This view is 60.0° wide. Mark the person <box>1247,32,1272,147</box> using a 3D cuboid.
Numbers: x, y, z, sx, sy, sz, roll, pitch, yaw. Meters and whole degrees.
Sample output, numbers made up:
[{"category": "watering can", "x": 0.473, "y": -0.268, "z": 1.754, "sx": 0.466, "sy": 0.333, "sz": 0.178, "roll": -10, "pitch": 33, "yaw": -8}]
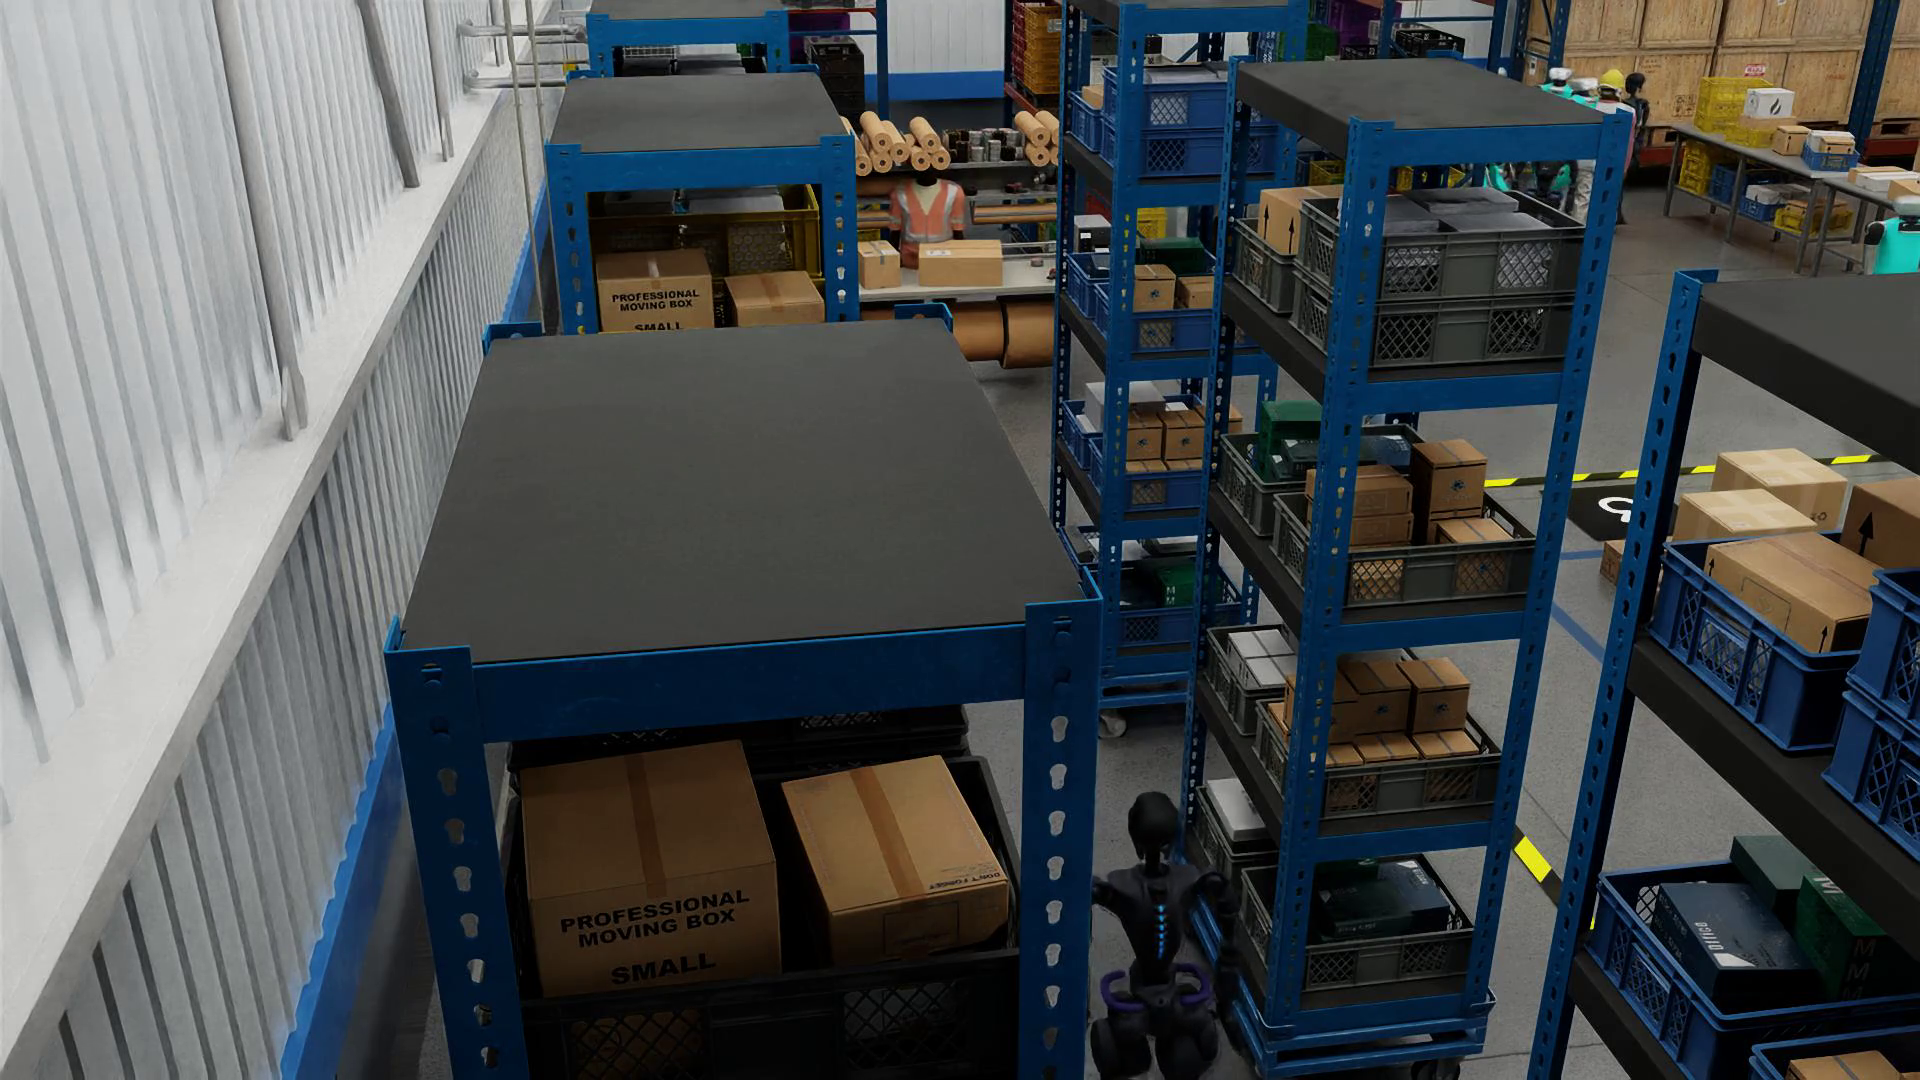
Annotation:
[{"category": "person", "x": 3.393, "y": -5.011, "z": 19.260, "sx": 0.356, "sy": 1.884, "sz": 0.573, "roll": 16, "pitch": 29, "yaw": 31}]

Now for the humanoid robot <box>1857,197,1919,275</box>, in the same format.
[{"category": "humanoid robot", "x": 6.648, "y": -1.541, "z": 11.736, "sx": 0.533, "sy": 1.673, "sz": 0.735, "roll": 1, "pitch": 25, "yaw": 2}]

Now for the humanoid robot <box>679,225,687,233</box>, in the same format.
[{"category": "humanoid robot", "x": -1.987, "y": -1.207, "z": 11.160, "sx": 0.565, "sy": 1.769, "sz": 0.741, "roll": 6, "pitch": 25, "yaw": 13}]

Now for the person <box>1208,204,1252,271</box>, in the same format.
[{"category": "person", "x": 2.527, "y": -3.327, "z": 15.411, "sx": 0.376, "sy": 2.043, "sz": 0.606, "roll": -9, "pitch": 26, "yaw": -19}]

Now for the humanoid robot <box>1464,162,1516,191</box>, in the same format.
[{"category": "humanoid robot", "x": 5.332, "y": -3.597, "z": 16.367, "sx": 0.565, "sy": 1.773, "sz": 0.856, "roll": -9, "pitch": 26, "yaw": -18}]

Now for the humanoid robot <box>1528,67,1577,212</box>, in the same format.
[{"category": "humanoid robot", "x": 6.227, "y": -4.074, "z": 17.403, "sx": 0.535, "sy": 1.772, "sz": 0.754, "roll": 15, "pitch": 29, "yaw": 29}]

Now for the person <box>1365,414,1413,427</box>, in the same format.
[{"category": "person", "x": 1.959, "y": 0.195, "z": 7.987, "sx": 0.587, "sy": 1.847, "sz": 0.403, "roll": -2, "pitch": 25, "yaw": -5}]

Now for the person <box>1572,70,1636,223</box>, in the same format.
[{"category": "person", "x": 6.356, "y": -3.738, "z": 16.556, "sx": 0.589, "sy": 1.829, "sz": 0.404, "roll": 9, "pitch": 26, "yaw": 19}]

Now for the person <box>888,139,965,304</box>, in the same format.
[{"category": "person", "x": -0.261, "y": -2.172, "z": 13.001, "sx": 0.601, "sy": 1.957, "sz": 0.364, "roll": 0, "pitch": 25, "yaw": -1}]

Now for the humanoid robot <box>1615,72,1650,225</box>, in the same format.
[{"category": "humanoid robot", "x": 6.898, "y": -4.043, "z": 17.397, "sx": 0.609, "sy": 1.655, "sz": 0.336, "roll": -11, "pitch": 27, "yaw": -23}]

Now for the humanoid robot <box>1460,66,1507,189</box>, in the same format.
[{"category": "humanoid robot", "x": 5.385, "y": -3.862, "z": 16.946, "sx": 0.531, "sy": 1.812, "sz": 0.666, "roll": 1, "pitch": 25, "yaw": 2}]

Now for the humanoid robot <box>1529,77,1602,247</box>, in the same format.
[{"category": "humanoid robot", "x": 5.986, "y": -3.763, "z": 16.734, "sx": 0.533, "sy": 1.806, "sz": 0.720, "roll": -12, "pitch": 28, "yaw": -25}]

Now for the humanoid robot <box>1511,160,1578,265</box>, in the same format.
[{"category": "humanoid robot", "x": 5.256, "y": -2.958, "z": 15.045, "sx": 0.609, "sy": 1.645, "sz": 0.342, "roll": 11, "pitch": 27, "yaw": 22}]

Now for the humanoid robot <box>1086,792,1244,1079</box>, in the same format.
[{"category": "humanoid robot", "x": 0.620, "y": 1.515, "z": 5.369, "sx": 0.609, "sy": 1.623, "sz": 0.776, "roll": -3, "pitch": 25, "yaw": -6}]

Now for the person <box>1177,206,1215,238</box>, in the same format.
[{"category": "person", "x": 2.264, "y": -3.377, "z": 15.786, "sx": 0.474, "sy": 1.837, "sz": 0.644, "roll": -22, "pitch": 33, "yaw": -40}]

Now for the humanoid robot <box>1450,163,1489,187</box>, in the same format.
[{"category": "humanoid robot", "x": 5.372, "y": -4.030, "z": 17.411, "sx": 0.604, "sy": 1.640, "sz": 0.629, "roll": 5, "pitch": 25, "yaw": 12}]
